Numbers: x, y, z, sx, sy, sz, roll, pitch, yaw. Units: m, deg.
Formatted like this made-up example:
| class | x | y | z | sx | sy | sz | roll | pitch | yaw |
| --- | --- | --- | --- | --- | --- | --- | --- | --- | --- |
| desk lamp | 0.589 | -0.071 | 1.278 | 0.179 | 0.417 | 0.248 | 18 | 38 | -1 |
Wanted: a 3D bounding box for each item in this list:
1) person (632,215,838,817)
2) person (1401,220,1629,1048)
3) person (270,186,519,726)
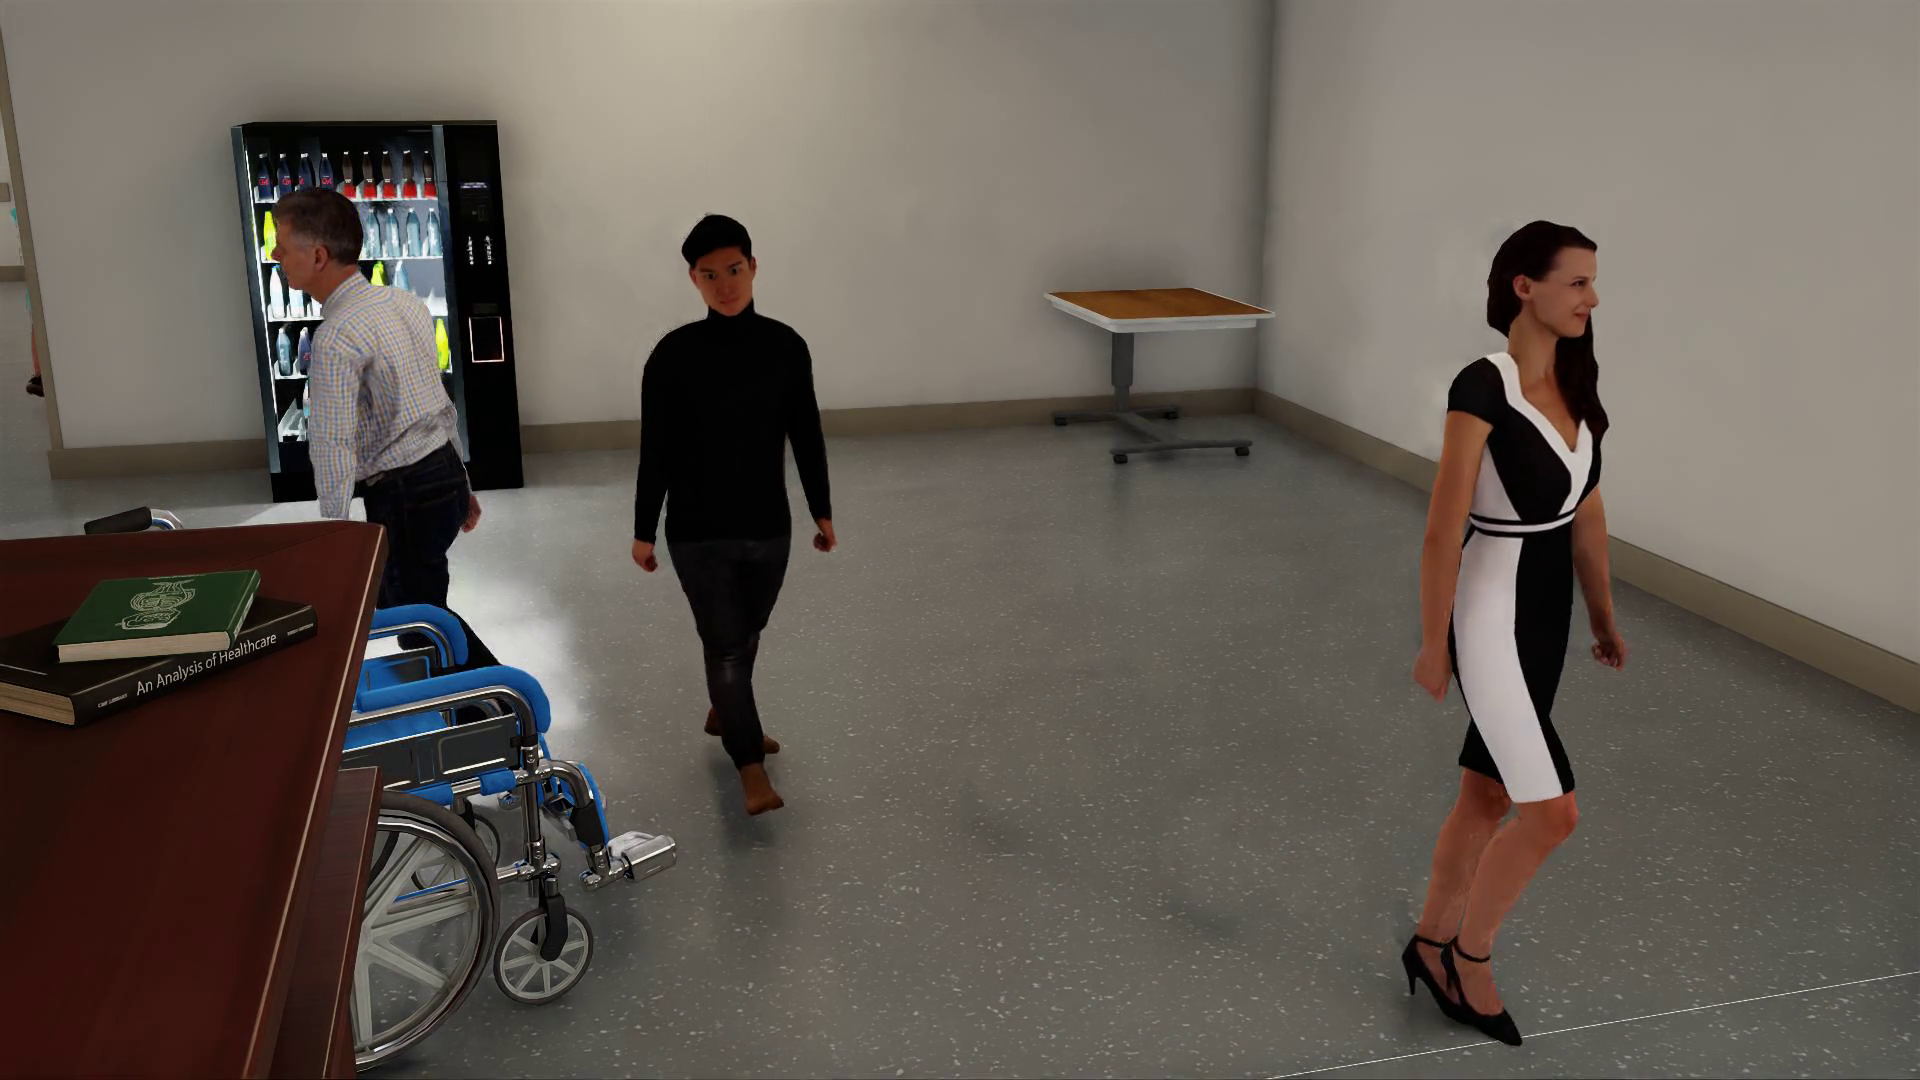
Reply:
| class | x | y | z | sx | sy | sz | roll | pitch | yaw |
| --- | --- | --- | --- | --- | --- | --- | --- | --- | --- |
| person | -0.689 | -0.072 | 4.836 | 1.090 | 1.672 | 0.961 | -10 | 19 | -32 |
| person | 1.109 | 0.219 | 3.598 | 0.781 | 1.784 | 0.710 | 14 | 21 | 41 |
| person | -1.466 | -0.072 | 4.656 | 0.883 | 1.771 | 0.811 | 2 | 16 | 6 |
